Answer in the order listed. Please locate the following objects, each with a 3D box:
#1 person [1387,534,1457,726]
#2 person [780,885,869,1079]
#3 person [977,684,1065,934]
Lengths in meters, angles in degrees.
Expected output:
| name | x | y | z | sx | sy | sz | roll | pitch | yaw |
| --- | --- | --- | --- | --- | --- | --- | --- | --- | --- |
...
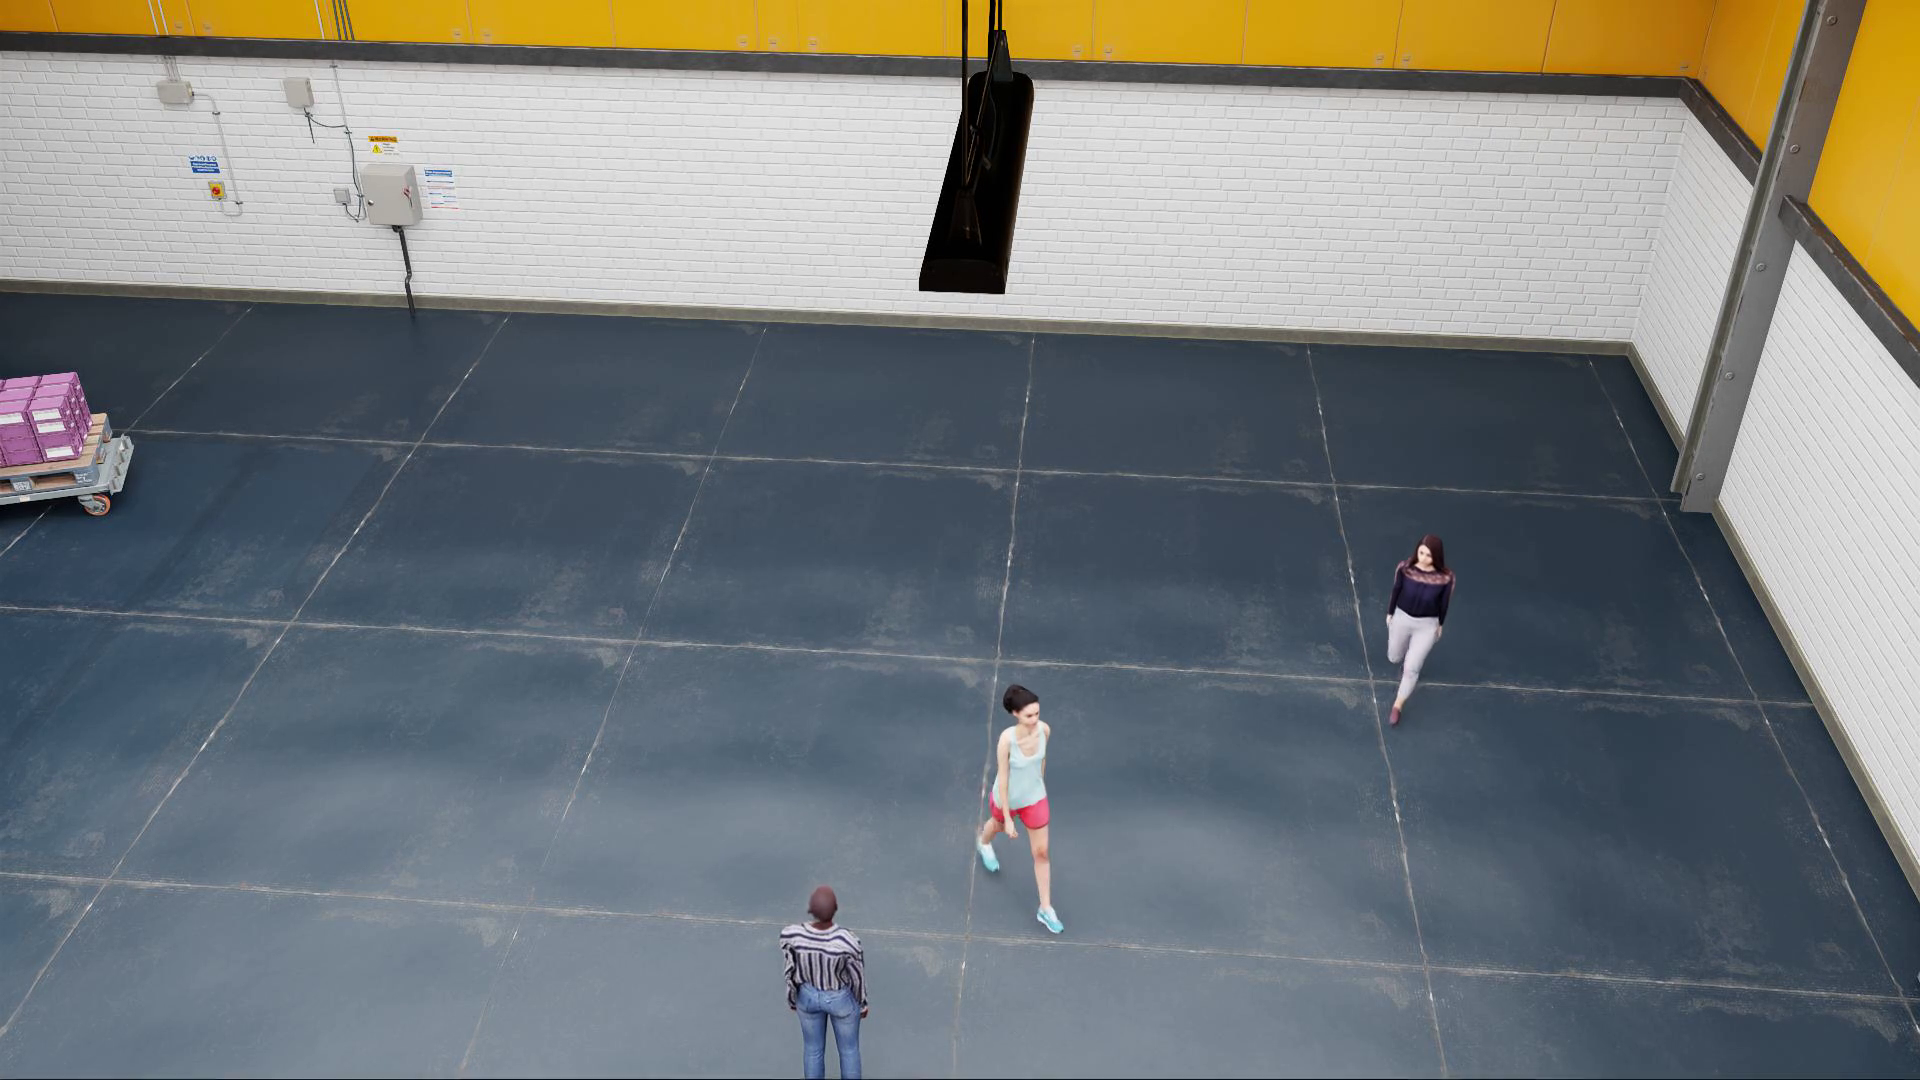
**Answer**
| name | x | y | z | sx | sy | sz | roll | pitch | yaw |
| --- | --- | --- | --- | --- | --- | --- | --- | --- | --- |
| person | 3.473 | 0.626 | 12.632 | 0.815 | 1.591 | 0.988 | 16 | 37 | 23 |
| person | -0.748 | 2.630 | 9.433 | 0.623 | 1.795 | 0.527 | 4 | 34 | 7 |
| person | 0.331 | 1.673 | 10.944 | 1.029 | 1.716 | 1.284 | -16 | 37 | -23 |
